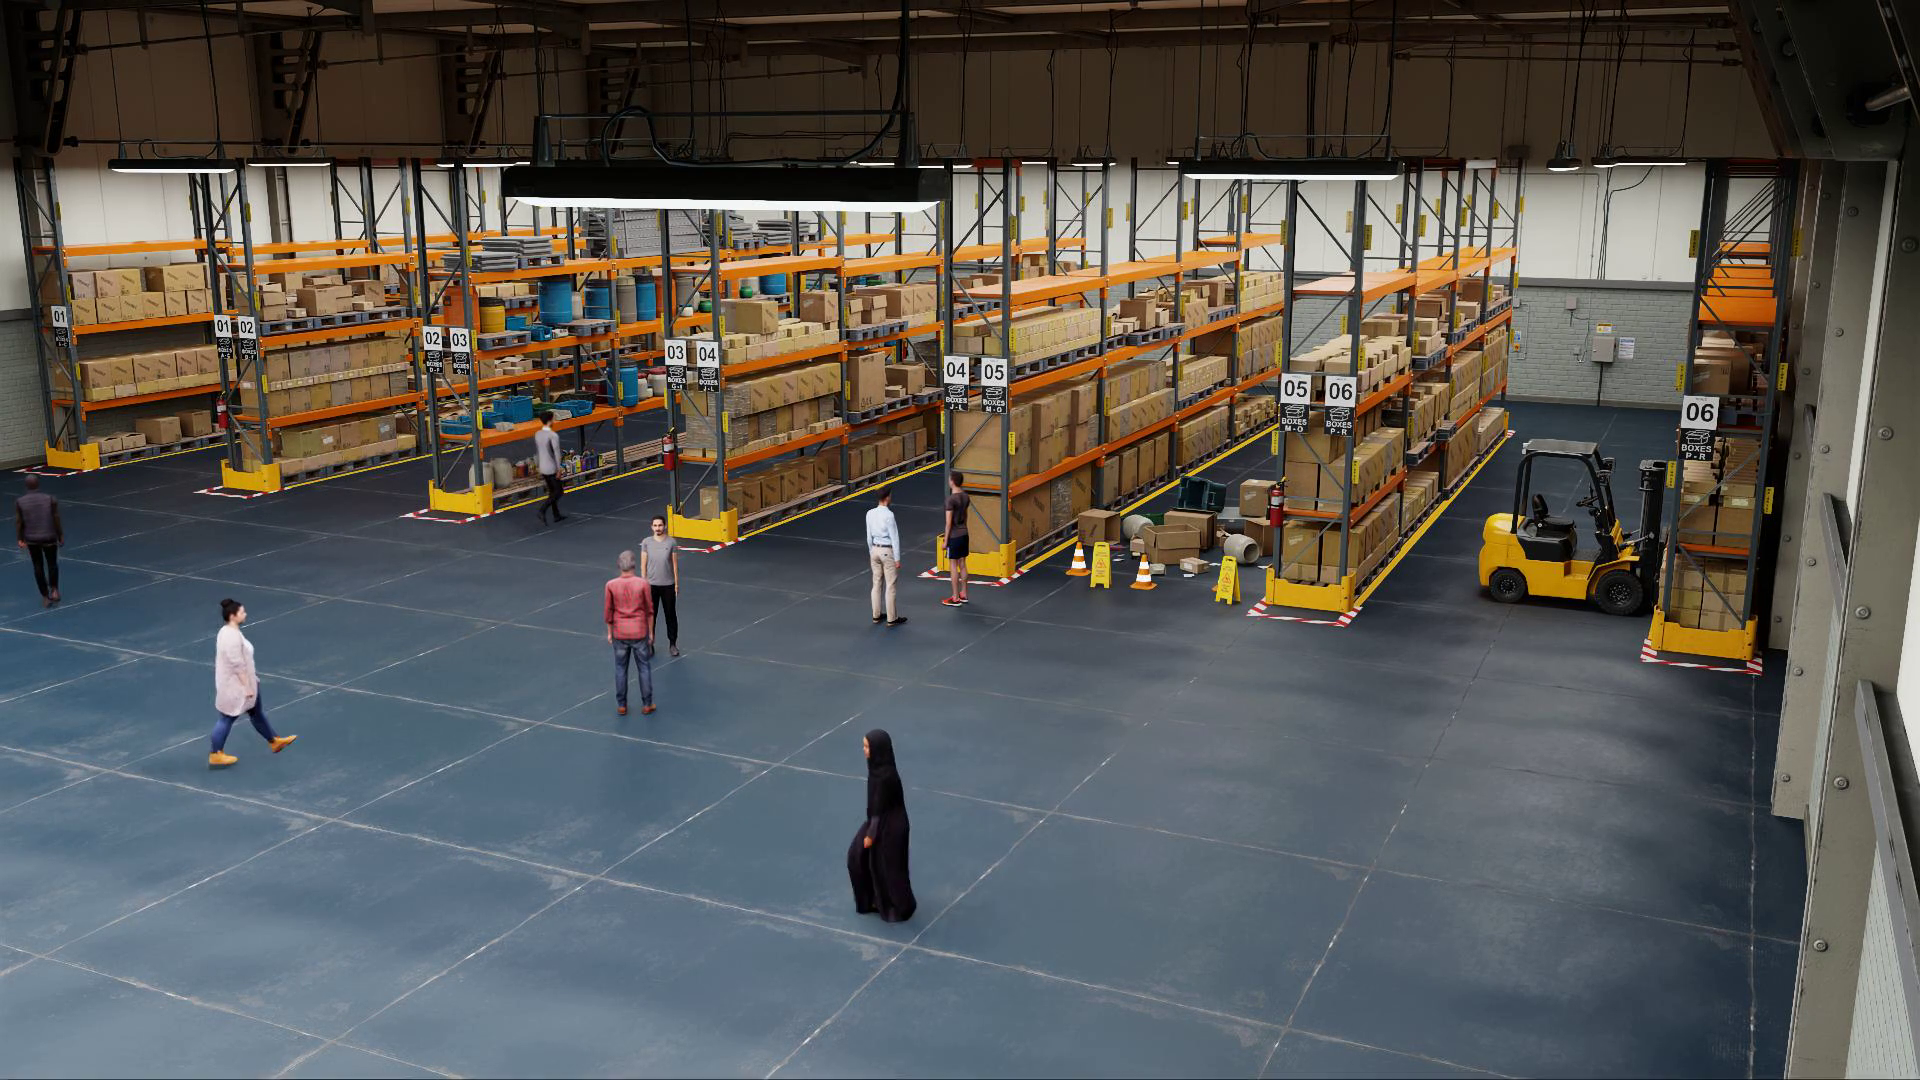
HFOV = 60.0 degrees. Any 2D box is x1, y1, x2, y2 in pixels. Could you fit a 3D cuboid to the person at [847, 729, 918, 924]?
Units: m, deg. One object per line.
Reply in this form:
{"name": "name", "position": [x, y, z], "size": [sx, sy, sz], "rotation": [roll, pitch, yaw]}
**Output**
{"name": "person", "position": [-0.500, 2.282, 13.343], "size": [0.891, 1.609, 0.847], "rotation": [-3, 13, -14]}

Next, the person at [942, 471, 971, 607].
{"name": "person", "position": [-0.040, -0.031, 22.789], "size": [0.744, 1.853, 0.545], "rotation": [9, 16, 34]}

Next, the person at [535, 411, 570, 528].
{"name": "person", "position": [-6.859, -1.175, 27.617], "size": [0.919, 1.905, 1.116], "rotation": [11, 17, 39]}

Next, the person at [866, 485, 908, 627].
{"name": "person", "position": [-0.994, 0.195, 21.832], "size": [0.682, 1.845, 0.658], "rotation": [9, 16, 34]}

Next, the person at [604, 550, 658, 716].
{"name": "person", "position": [-3.633, 1.014, 18.329], "size": [0.765, 1.830, 0.742], "rotation": [-1, 13, -5]}

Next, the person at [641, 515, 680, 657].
{"name": "person", "position": [-3.701, 0.545, 20.519], "size": [0.703, 1.755, 0.732], "rotation": [-2, 13, -10]}

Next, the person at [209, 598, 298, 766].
{"name": "person", "position": [-7.360, 1.457, 16.702], "size": [1.180, 1.701, 1.106], "rotation": [-5, 14, -21]}

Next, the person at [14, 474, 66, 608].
{"name": "person", "position": [-12.525, 0.019, 22.649], "size": [0.968, 1.820, 1.020], "rotation": [-7, 15, -27]}
